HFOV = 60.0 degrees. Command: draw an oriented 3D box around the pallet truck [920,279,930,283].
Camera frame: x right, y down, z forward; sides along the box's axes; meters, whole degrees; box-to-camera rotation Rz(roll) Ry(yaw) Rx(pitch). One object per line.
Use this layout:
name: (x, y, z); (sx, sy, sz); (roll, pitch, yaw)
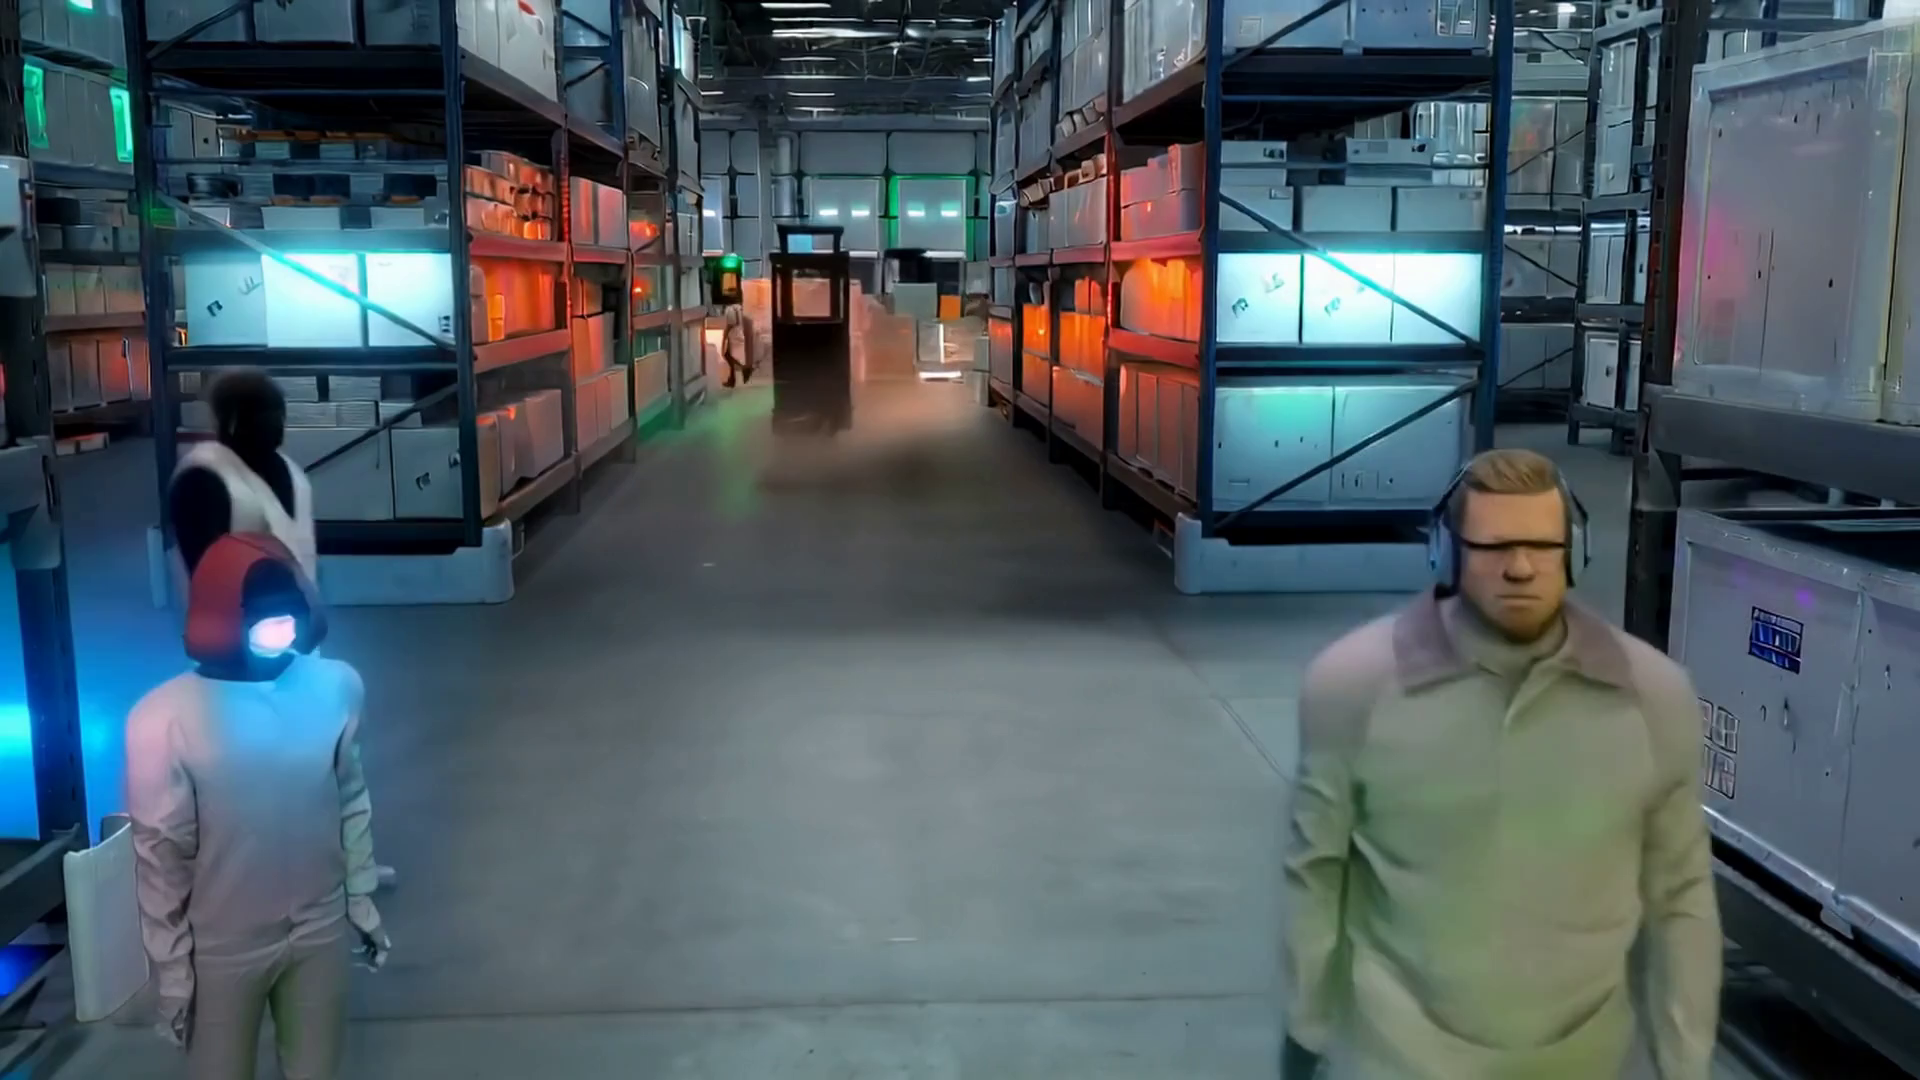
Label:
pallet truck: (-0.932, -8.922, 63.114); (1.885, 1.965, 0.823); (2, 9, 13)

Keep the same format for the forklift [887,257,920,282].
forklift: (-1.517, -6.422, 44.653); (1.129, 2.768, 1.873); (-1, 9, -4)

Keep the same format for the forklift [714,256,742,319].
forklift: (-8.560, -9.153, 61.804); (1.129, 2.768, 1.873); (-1, 9, -4)

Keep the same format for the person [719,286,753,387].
person: (-4.255, -3.833, 31.433); (0.579, 1.912, 0.566); (2, 9, 10)

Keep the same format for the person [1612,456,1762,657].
person: (2.368, 0.275, 5.784); (0.925, 1.870, 0.647); (-1, 9, -7)

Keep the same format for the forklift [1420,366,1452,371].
forklift: (5.165, -2.515, 20.121); (1.129, 2.768, 1.873); (-1, 9, -4)

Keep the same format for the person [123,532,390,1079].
person: (-1.357, 0.790, 3.273); (0.285, 1.633, 0.500); (6, 11, 33)

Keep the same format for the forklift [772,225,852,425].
forklift: (-2.119, -3.098, 23.783); (1.129, 2.768, 1.873); (-1, 9, -4)

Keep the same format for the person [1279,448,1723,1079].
person: (0.857, 0.779, 2.652); (0.664, 1.852, 0.986); (1, 9, 5)

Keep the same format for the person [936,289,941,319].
person: (-0.798, -8.284, 60.226); (0.881, 1.646, 0.598); (5, 10, 29)

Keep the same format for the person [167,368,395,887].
person: (-2.384, 0.330, 5.582); (0.729, 1.818, 0.649); (1, 9, 9)
